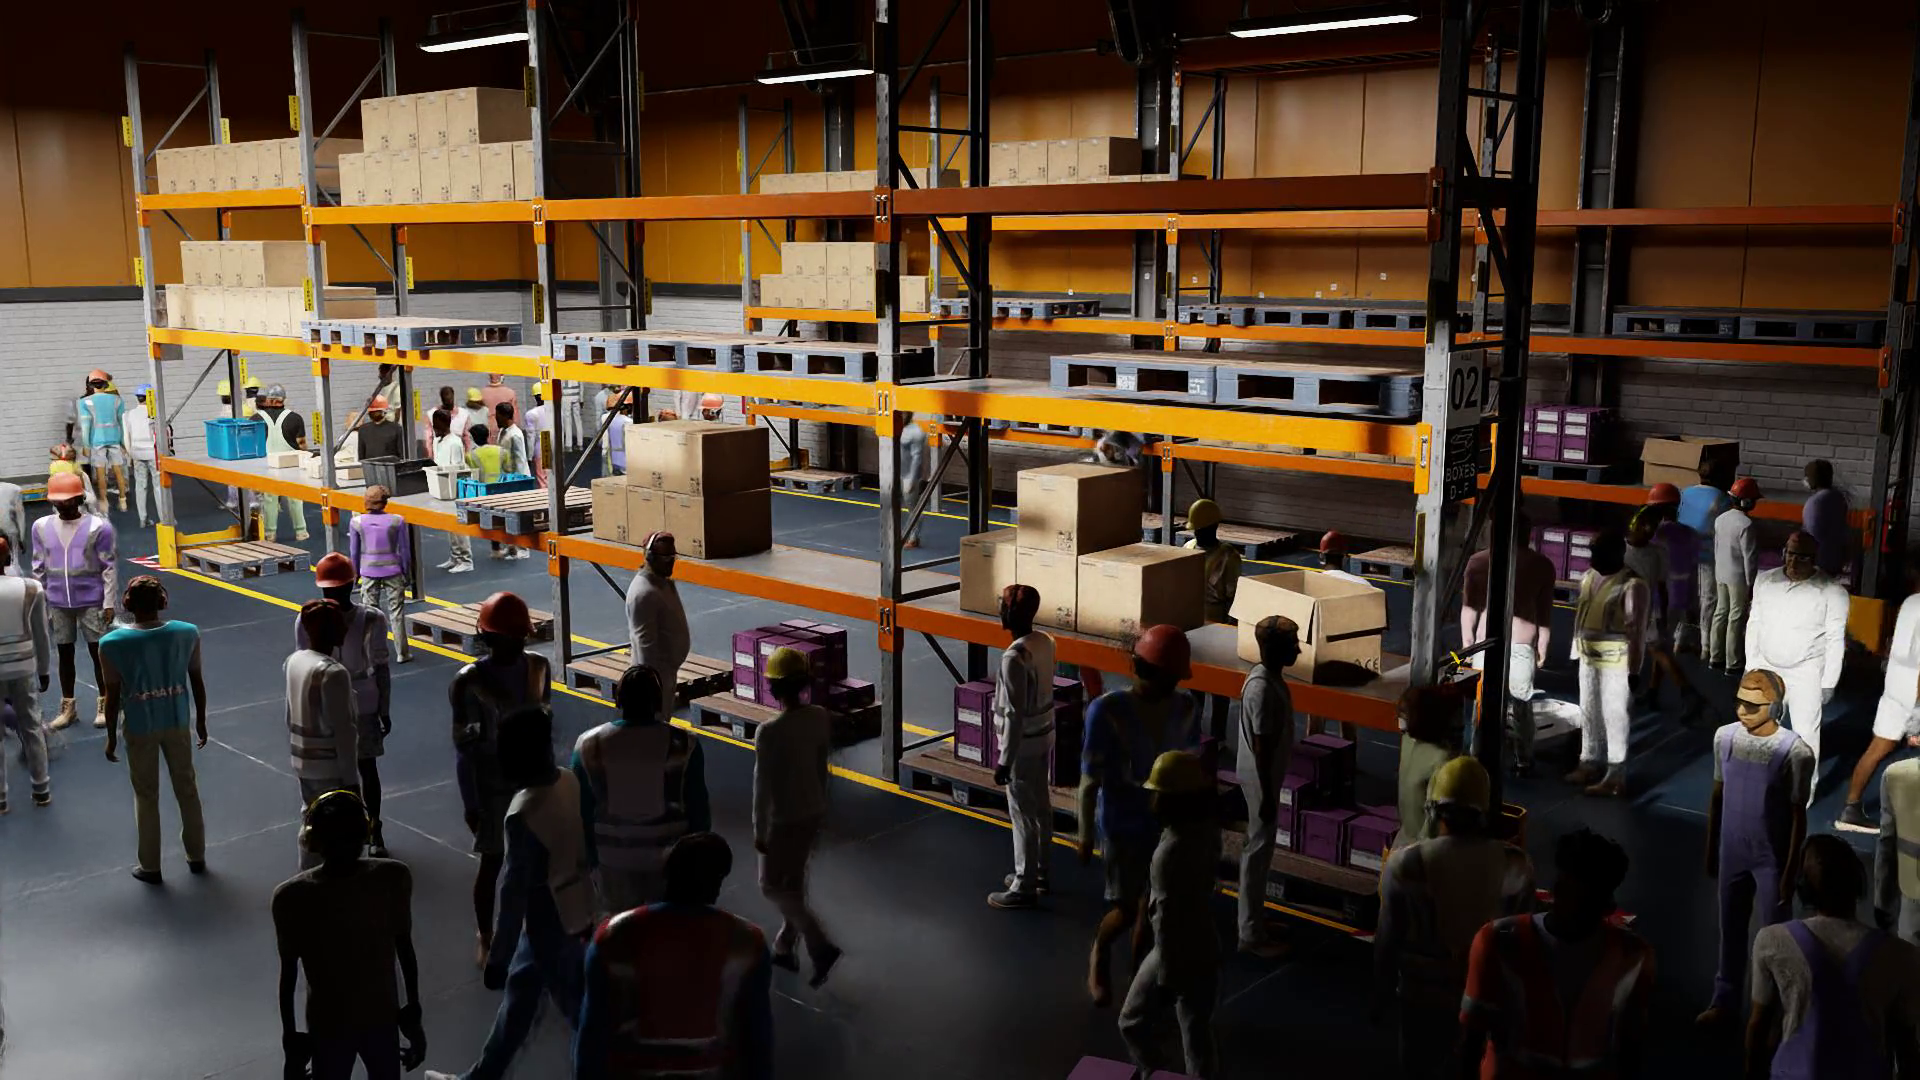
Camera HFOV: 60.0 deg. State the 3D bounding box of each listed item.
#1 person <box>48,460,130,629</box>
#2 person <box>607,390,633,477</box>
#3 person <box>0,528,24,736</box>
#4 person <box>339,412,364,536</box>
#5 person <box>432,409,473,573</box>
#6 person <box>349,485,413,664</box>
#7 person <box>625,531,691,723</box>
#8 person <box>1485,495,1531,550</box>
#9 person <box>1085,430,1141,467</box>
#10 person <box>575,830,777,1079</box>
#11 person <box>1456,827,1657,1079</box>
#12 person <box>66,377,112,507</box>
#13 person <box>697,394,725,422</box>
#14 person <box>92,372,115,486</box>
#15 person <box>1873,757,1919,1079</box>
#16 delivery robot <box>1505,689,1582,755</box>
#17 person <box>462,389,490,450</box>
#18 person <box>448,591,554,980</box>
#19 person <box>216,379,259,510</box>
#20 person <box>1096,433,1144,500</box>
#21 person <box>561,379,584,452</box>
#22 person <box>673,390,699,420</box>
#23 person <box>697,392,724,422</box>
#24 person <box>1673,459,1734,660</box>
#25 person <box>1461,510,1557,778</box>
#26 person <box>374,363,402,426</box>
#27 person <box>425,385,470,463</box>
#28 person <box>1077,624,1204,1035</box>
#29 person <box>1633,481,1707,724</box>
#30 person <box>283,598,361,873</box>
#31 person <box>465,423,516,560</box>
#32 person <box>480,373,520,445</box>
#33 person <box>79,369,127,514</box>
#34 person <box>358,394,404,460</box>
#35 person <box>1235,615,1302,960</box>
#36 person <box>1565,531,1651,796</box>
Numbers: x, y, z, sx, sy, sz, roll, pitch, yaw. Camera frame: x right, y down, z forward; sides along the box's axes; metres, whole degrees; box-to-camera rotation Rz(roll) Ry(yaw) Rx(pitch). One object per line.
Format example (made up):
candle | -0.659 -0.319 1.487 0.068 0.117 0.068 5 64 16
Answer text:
person | -8.604 0.065 16.316 0.795 1.707 0.359 2 10 13
person | -4.313 -0.971 21.514 0.550 1.928 0.388 9 14 42
person | -7.309 0.730 12.642 0.637 1.669 0.556 3 10 14
person | -7.838 -0.856 21.678 0.275 1.632 0.507 8 13 40
person | -5.912 -0.576 19.341 0.388 1.908 0.585 -7 12 -35
person | -5.228 0.321 15.023 0.515 1.636 0.315 -2 10 -10
person | -1.989 0.885 11.080 0.400 1.905 0.643 0 10 1
person | 5.059 0.288 15.282 0.499 1.616 0.584 -5 11 -27
person | 1.530 -0.210 16.879 0.696 2.000 0.547 -3 10 -16
person | -0.958 1.906 5.625 0.685 1.806 0.585 -2 10 -9
person | 1.966 1.852 5.585 0.631 1.922 1.022 2 10 14
person | -12.596 -1.429 24.118 0.676 1.929 0.473 -3 10 -17
person | -2.979 -0.778 20.215 0.383 1.993 0.622 -2 10 -13
person | -13.610 -1.750 26.270 0.706 1.807 0.396 7 12 36
person | 4.341 1.586 7.261 0.645 1.868 1.000 7 12 34
delivery robot | 4.196 1.330 12.105 0.707 0.478 0.477 -7 12 -35
person | -7.191 -1.424 24.770 0.491 1.664 0.935 -8 13 -38
person | -2.323 1.256 8.612 0.409 2.035 0.600 7 12 35
person | -10.358 -1.361 23.807 0.528 1.902 0.605 -9 14 -42
person | 1.829 -0.645 19.677 0.619 1.924 0.777 -4 11 -23
person | -7.194 -2.574 30.685 0.337 1.882 0.584 9 13 41
person | -4.624 -2.166 28.232 0.351 1.936 0.635 5 11 27
person | -3.773 -1.595 25.034 0.420 1.932 0.619 -8 13 -38
person | 6.843 0.173 15.278 0.429 1.841 0.633 -6 12 -29
person | 3.895 0.736 11.865 0.627 1.929 0.380 2 10 13
person | -9.123 -1.866 26.588 0.617 1.929 0.420 6 12 32
person | -7.077 -1.204 22.929 0.595 1.891 0.678 -7 12 -35
person | 0.877 1.375 8.001 0.623 2.011 0.502 -4 11 -23
person | 5.705 0.505 13.270 0.588 1.901 0.838 -4 11 -22
person | -3.456 1.247 9.088 0.574 1.881 0.357 9 13 40
person | -5.636 -0.575 19.966 0.588 1.665 0.354 -7 12 -35
person | -7.095 -1.697 25.656 0.643 1.912 0.410 0 10 0
person | -12.137 -1.393 23.569 0.386 2.038 0.615 9 13 41
person | -7.036 -0.786 20.274 0.612 1.991 0.392 1 10 6
person | 1.641 1.300 8.891 0.328 1.844 0.514 2 10 11
person | 4.488 0.840 11.546 0.433 1.835 0.642 -2 10 -13
